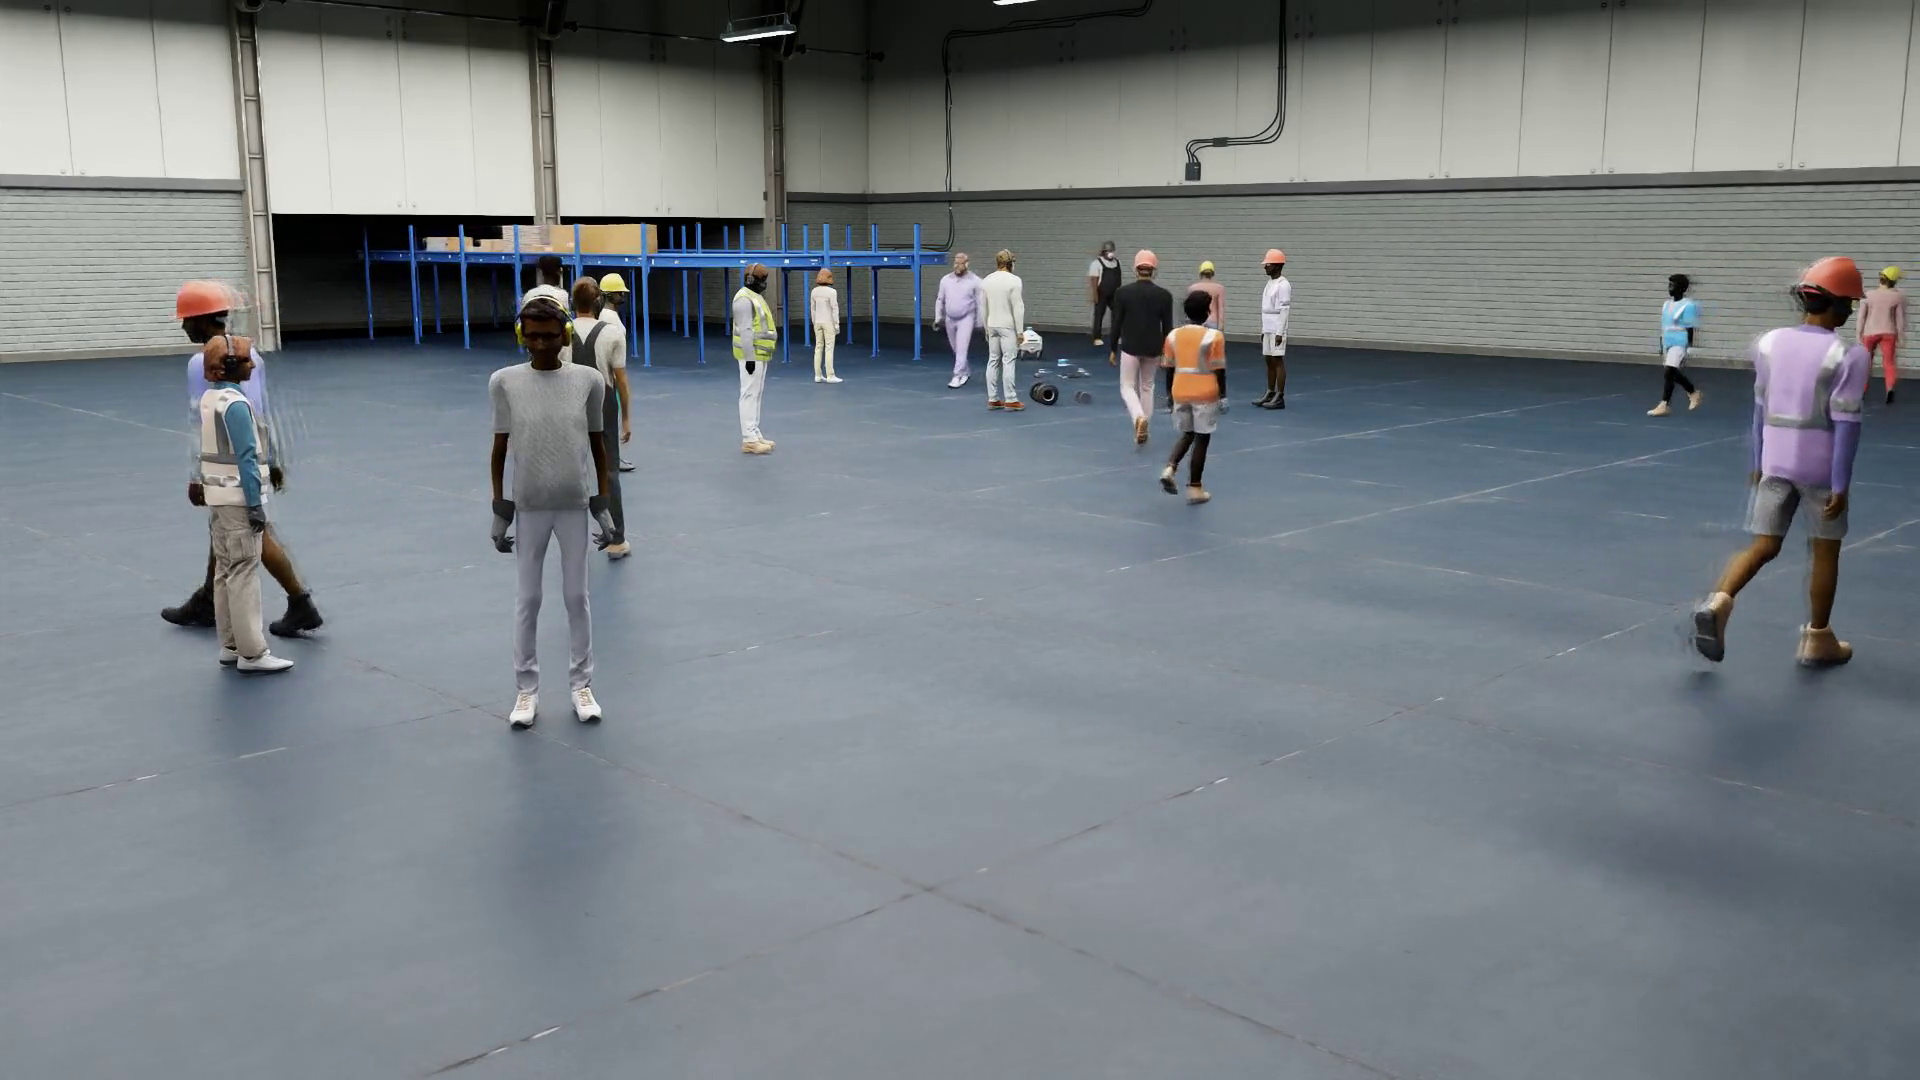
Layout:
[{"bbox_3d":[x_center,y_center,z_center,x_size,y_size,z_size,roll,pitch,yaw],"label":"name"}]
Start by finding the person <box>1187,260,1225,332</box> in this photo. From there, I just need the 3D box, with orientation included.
[{"bbox_3d":[3.580,-3.188,24.215,0.540,1.749,0.707,2,11,12],"label":"person"}]

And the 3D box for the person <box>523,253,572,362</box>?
[{"bbox_3d":[-4.113,-1.866,16.468,0.610,1.948,0.780,7,12,33],"label":"person"}]

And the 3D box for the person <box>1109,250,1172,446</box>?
[{"bbox_3d":[1.825,-1.906,16.611,0.625,1.971,0.748,-2,11,-9],"label":"person"}]

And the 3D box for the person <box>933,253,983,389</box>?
[{"bbox_3d":[0.014,-3.092,23.395,0.654,1.866,0.988,5,11,24],"label":"person"}]

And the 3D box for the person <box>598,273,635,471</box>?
[{"bbox_3d":[-3.129,-1.521,15.074,0.315,1.768,0.526,-3,11,-15],"label":"person"}]

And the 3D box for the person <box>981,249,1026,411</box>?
[{"bbox_3d":[0.529,-2.548,20.200,0.627,1.941,0.373,10,14,42],"label":"person"}]

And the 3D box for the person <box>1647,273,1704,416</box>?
[{"bbox_3d":[8.500,-2.305,19.612,0.756,1.675,0.537,-2,11,-13],"label":"person"}]

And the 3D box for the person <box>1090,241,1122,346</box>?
[{"bbox_3d":[2.867,-4.714,31.851,0.705,2.000,0.960,-5,11,-24],"label":"person"}]

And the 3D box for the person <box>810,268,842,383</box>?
[{"bbox_3d":[-1.936,-3.099,24.027,0.507,1.636,0.274,8,13,38],"label":"person"}]

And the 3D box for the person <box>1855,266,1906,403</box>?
[{"bbox_3d":[11.718,-2.618,21.198,0.549,1.726,0.775,6,12,28],"label":"person"}]

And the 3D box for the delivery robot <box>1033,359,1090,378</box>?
[{"bbox_3d":[1.291,-2.176,21.098,0.698,0.223,0.335,-2,11,-11],"label":"delivery robot"}]

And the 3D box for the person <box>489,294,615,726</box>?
[{"bbox_3d":[-1.764,-0.127,7.207,0.523,1.863,0.334,-3,11,-16],"label":"person"}]

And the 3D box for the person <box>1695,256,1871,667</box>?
[{"bbox_3d":[4.044,-0.360,8.083,0.869,2.017,0.618,-6,12,-28],"label":"person"}]

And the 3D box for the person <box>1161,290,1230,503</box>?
[{"bbox_3d":[1.869,-1.130,13.164,0.389,1.684,0.538,-10,14,-43],"label":"person"}]

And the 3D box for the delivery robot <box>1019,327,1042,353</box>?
[{"bbox_3d":[1.194,-3.420,28.590,0.477,0.478,0.707,-1,11,-7],"label":"delivery robot"}]

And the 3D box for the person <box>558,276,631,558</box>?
[{"bbox_3d":[-2.421,-0.798,10.915,0.515,1.842,0.328,-1,10,-4],"label":"person"}]

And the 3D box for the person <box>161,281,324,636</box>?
[{"bbox_3d":[-3.848,-0.426,8.817,0.993,1.882,0.563,1,10,6],"label":"person"}]

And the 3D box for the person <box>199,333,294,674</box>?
[{"bbox_3d":[-3.508,-0.176,8.081,0.308,1.641,0.517,-9,14,-40],"label":"person"}]

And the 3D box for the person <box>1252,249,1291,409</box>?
[{"bbox_3d":[3.843,-2.591,20.439,0.355,1.938,0.545,-3,11,-14],"label":"person"}]

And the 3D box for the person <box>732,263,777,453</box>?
[{"bbox_3d":[-2.012,-1.793,16.371,0.429,1.837,0.620,1,10,3],"label":"person"}]
